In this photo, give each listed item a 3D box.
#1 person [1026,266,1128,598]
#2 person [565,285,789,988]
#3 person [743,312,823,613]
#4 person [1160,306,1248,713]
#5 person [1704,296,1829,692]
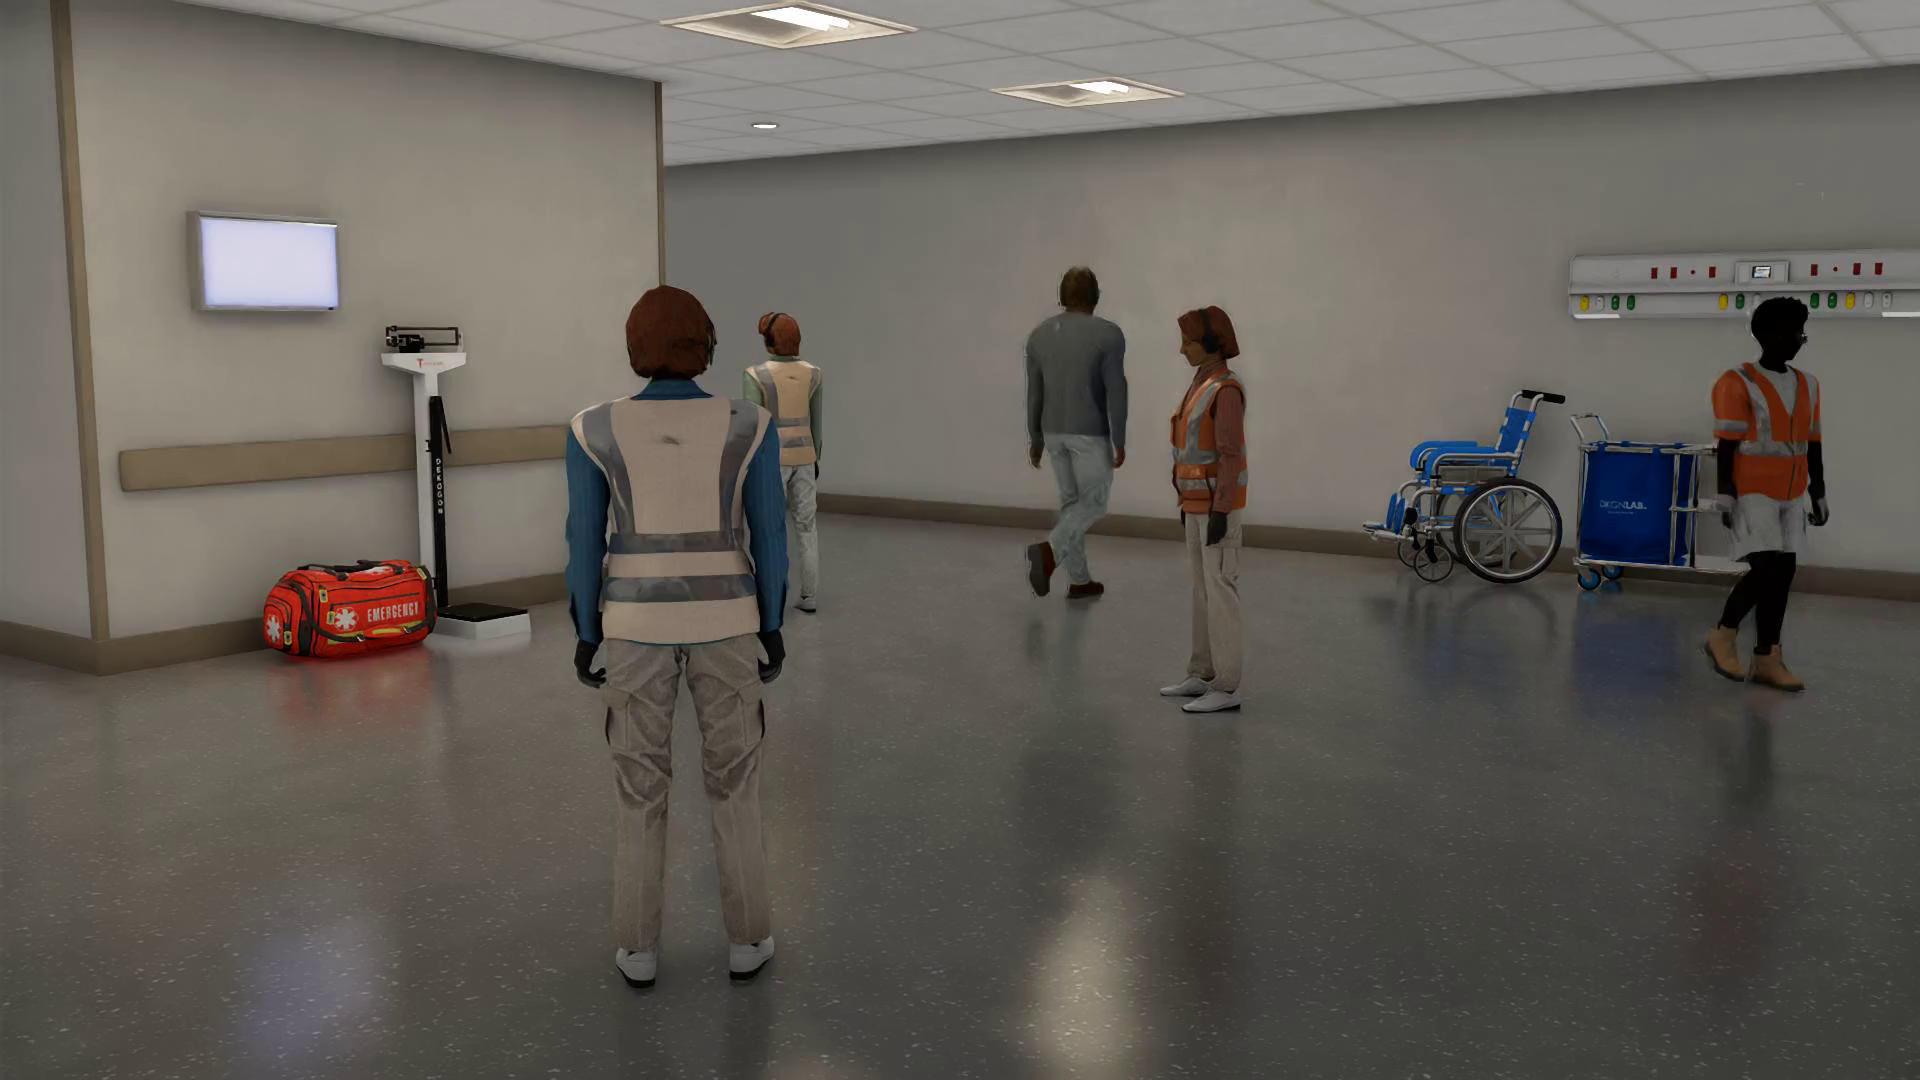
[{"bbox_3d":[0.613,-0.579,9.330,0.637,1.917,0.795,5,9,36],"label":"person"},{"bbox_3d":[-0.655,0.231,3.896,0.514,1.640,0.309,-1,7,-8],"label":"person"},{"bbox_3d":[-0.954,-0.403,8.974,0.516,1.645,0.308,-6,9,-42],"label":"person"},{"bbox_3d":[1.010,-0.124,6.752,0.310,1.639,0.514,-1,7,-7],"label":"person"},{"bbox_3d":[3.452,-0.192,7.093,0.555,1.680,0.362,-3,8,-22],"label":"person"}]
